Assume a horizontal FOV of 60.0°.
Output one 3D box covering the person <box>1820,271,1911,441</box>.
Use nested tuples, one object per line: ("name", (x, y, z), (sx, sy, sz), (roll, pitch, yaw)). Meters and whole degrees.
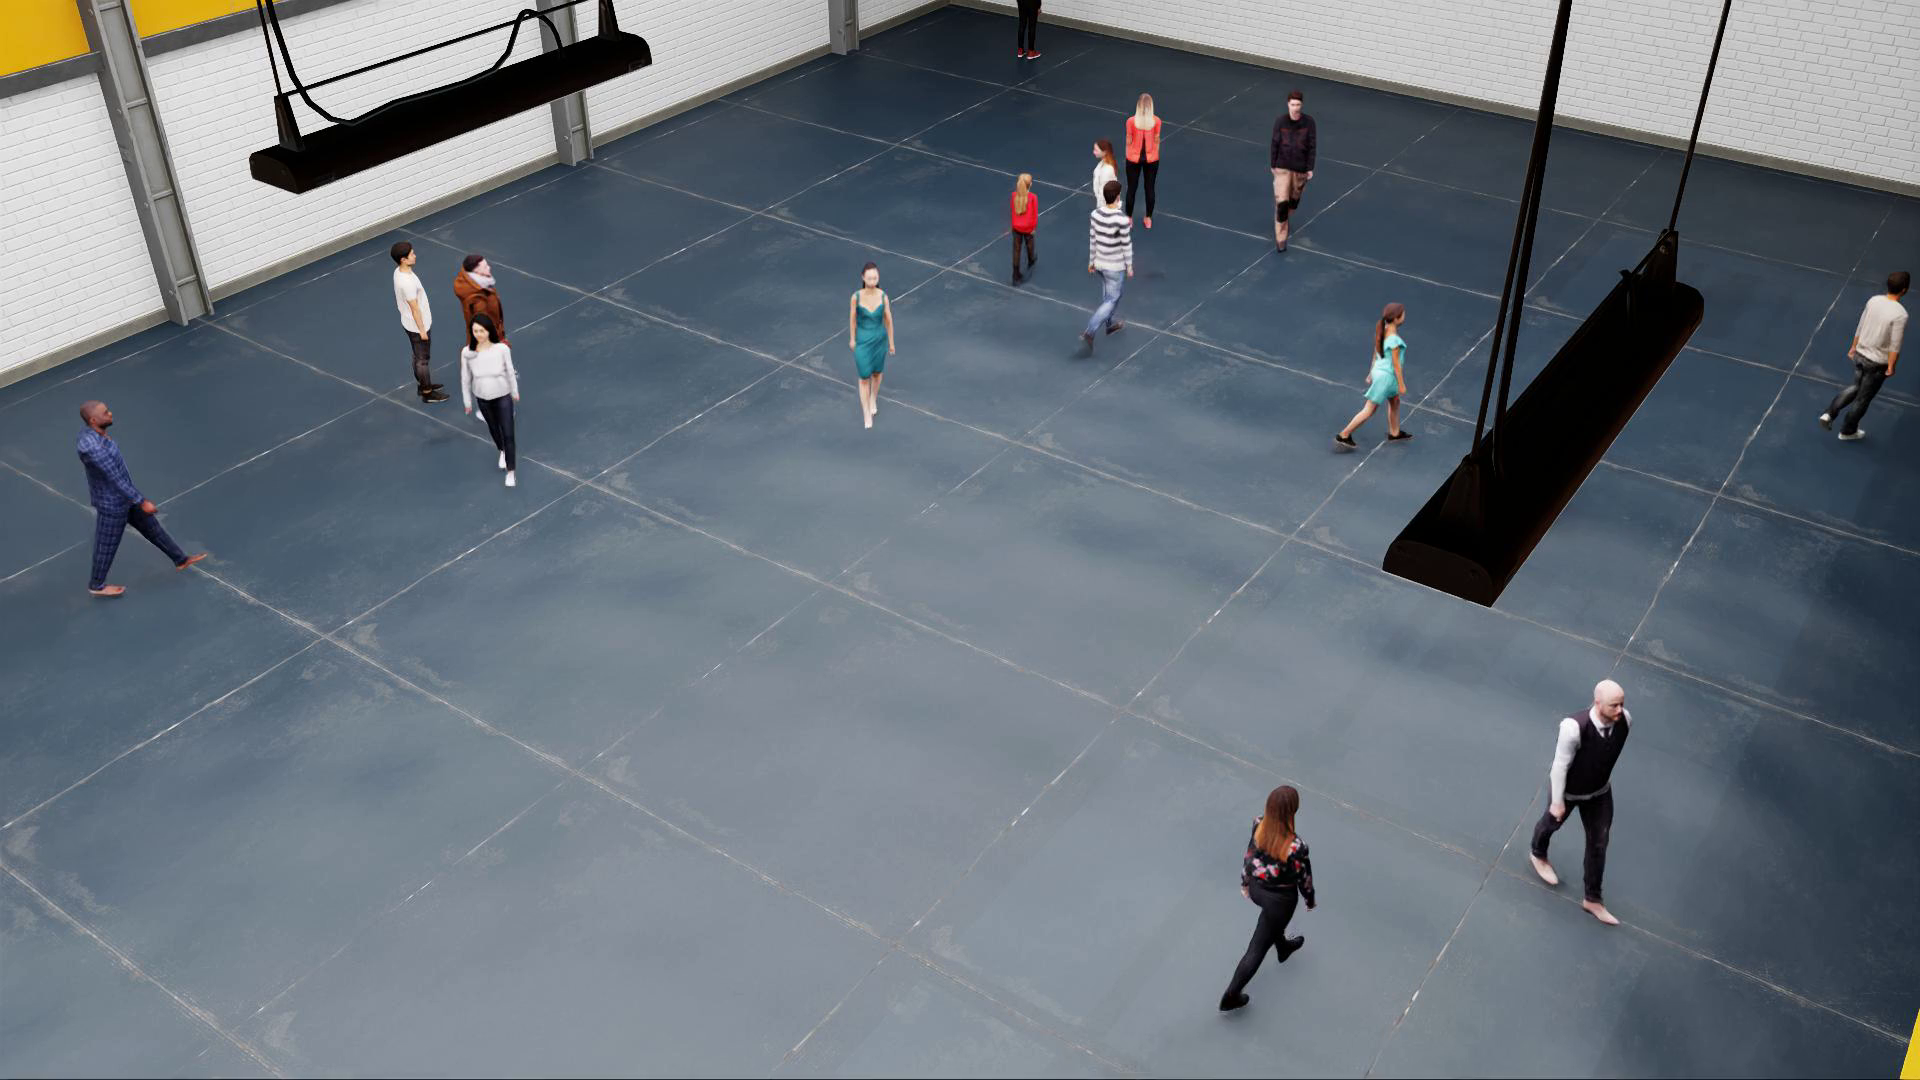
("person", (8.773, -1.747, 16.115), (0.925, 1.800, 0.861), (-8, 35, -13))

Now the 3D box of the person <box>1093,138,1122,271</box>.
("person", (1.793, -3.908, 19.482), (0.849, 1.671, 0.777), (6, 34, 9))

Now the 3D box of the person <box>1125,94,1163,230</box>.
("person", (2.267, -4.707, 20.664), (0.670, 1.693, 0.693), (2, 34, 3))

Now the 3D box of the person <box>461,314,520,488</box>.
("person", (-4.392, -1.388, 15.697), (1.022, 1.666, 1.118), (-4, 34, -5))

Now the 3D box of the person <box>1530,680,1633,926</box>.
("person", (4.074, 1.609, 11.073), (1.128, 1.791, 1.146), (-9, 35, -13))

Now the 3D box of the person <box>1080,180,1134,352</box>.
("person", (1.557, -2.915, 17.853), (1.158, 1.821, 0.792), (-29, 43, -36))

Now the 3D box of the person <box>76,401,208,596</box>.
("person", (-7.203, -0.302, 13.963), (1.291, 1.776, 1.115), (-11, 35, -16))

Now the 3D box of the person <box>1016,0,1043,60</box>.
("person", (1.084, -8.506, 26.397), (0.601, 1.675, 0.523), (19, 38, 27))

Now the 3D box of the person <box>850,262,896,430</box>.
("person", (-0.889, -1.991, 16.602), (0.883, 1.666, 0.949), (-4, 34, -6))

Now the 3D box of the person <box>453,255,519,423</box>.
("person", (-4.743, -1.937, 16.378), (0.844, 1.826, 0.820), (-18, 38, -25))

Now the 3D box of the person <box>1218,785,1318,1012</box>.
("person", (1.878, 2.241, 10.260), (1.152, 1.640, 0.835), (-21, 39, -29))

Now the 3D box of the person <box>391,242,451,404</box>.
("person", (-5.540, -2.231, 16.914), (0.697, 1.722, 0.704), (-16, 37, -22))

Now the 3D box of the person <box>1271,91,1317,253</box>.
("person", (4.035, -4.527, 20.223), (1.133, 1.883, 1.360), (2, 34, 2))

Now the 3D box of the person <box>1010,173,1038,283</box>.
("person", (0.716, -3.634, 19.453), (0.684, 1.247, 0.958), (10, 35, 14))

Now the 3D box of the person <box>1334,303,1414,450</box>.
("person", (4.029, -1.544, 16.058), (1.044, 1.525, 1.035), (-3, 34, -5))
